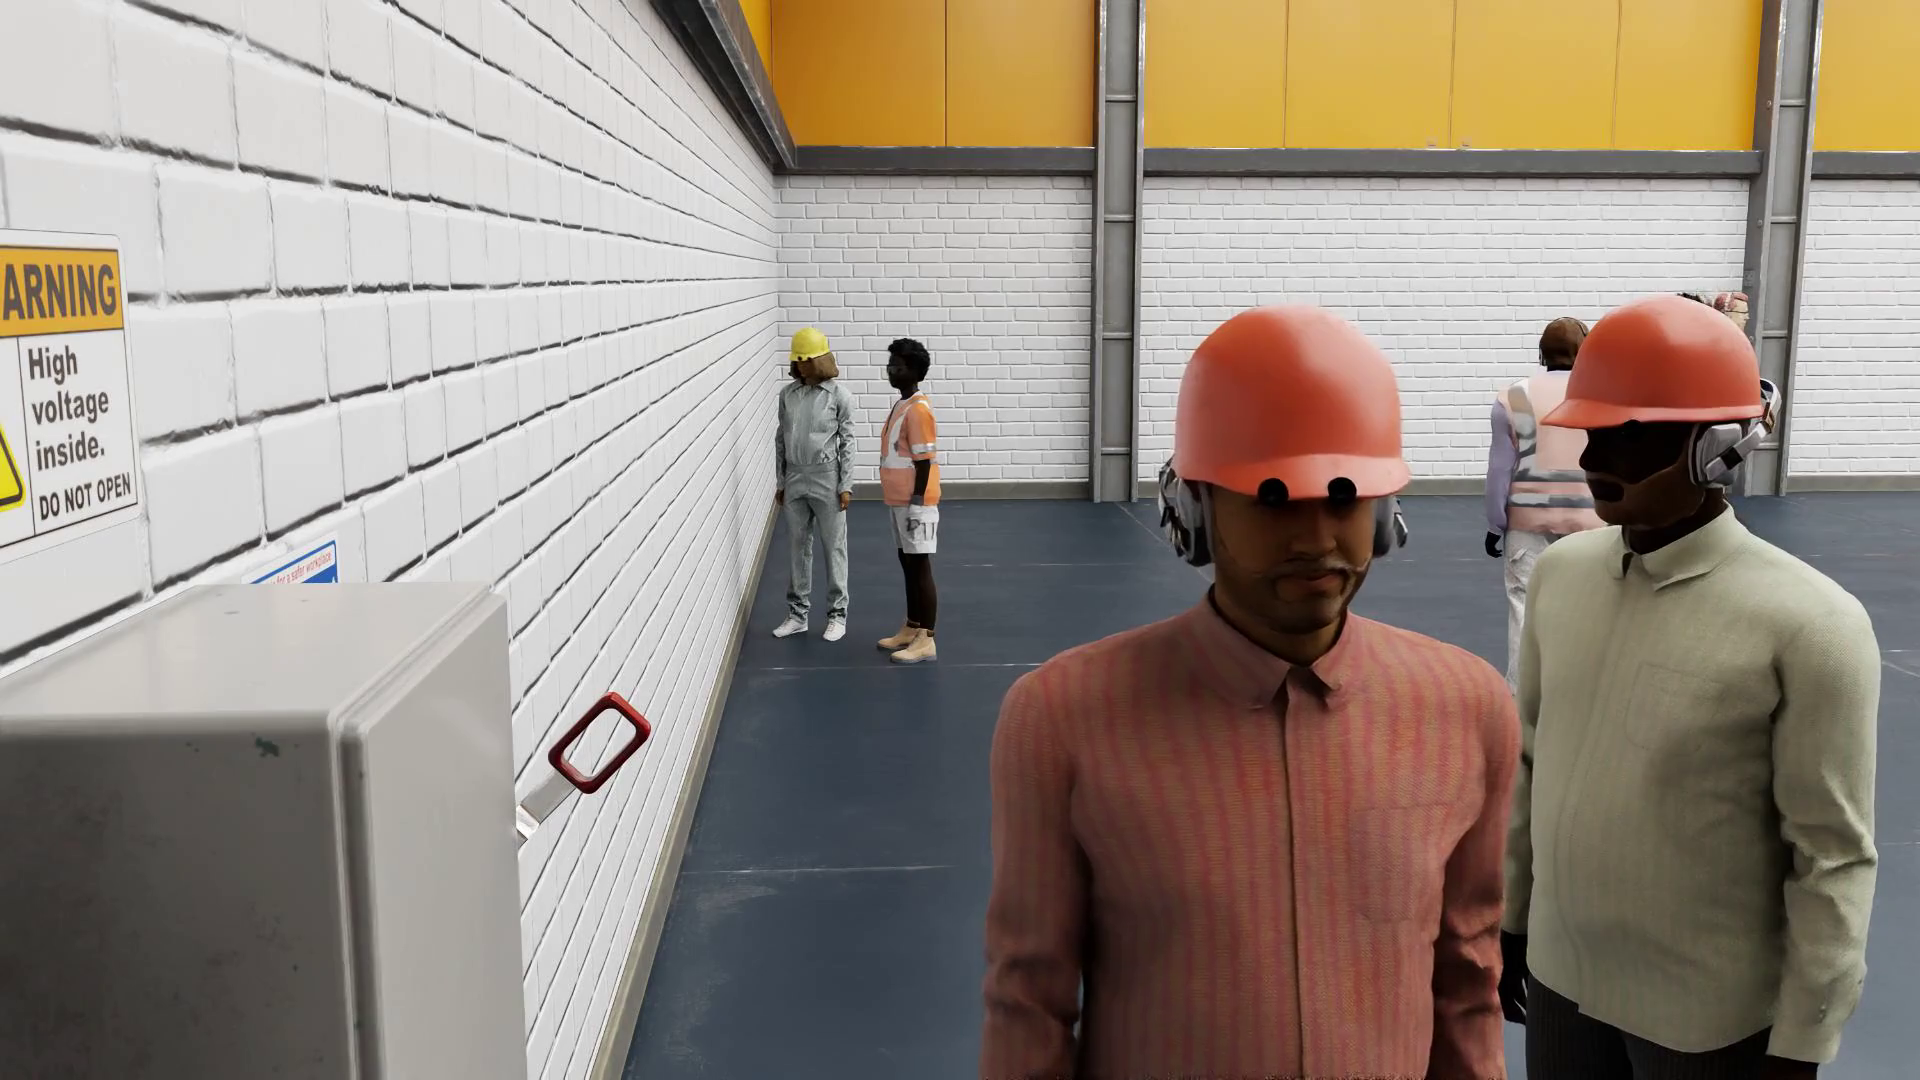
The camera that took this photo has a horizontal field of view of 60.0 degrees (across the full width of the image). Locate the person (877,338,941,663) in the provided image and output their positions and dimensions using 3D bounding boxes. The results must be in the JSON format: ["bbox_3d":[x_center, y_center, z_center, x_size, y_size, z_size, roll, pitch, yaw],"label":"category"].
[{"bbox_3d":[-0.269,-0.209,8.743,0.316,1.697,0.540,-2,9,-14],"label":"person"}]

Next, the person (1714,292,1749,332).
[{"bbox_3d":[5.378,-0.794,11.770,0.403,1.904,0.651,3,10,18],"label":"person"}]

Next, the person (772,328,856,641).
[{"bbox_3d":[-0.819,-0.304,9.225,0.484,1.736,0.308,4,10,23],"label":"person"}]

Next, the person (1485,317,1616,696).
[{"bbox_3d":[2.647,-0.063,7.385,0.633,1.839,0.429,2,9,10],"label":"person"}]

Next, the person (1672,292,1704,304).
[{"bbox_3d":[4.705,-0.645,10.813,0.994,1.924,0.624,4,10,22],"label":"person"}]

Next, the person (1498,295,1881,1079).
[{"bbox_3d":[1.007,0.642,2.470,0.396,1.992,0.623,-4,10,-24],"label":"person"}]

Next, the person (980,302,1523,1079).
[{"bbox_3d":[0.326,0.745,1.828,0.614,1.993,0.395,-2,9,-11],"label":"person"}]
